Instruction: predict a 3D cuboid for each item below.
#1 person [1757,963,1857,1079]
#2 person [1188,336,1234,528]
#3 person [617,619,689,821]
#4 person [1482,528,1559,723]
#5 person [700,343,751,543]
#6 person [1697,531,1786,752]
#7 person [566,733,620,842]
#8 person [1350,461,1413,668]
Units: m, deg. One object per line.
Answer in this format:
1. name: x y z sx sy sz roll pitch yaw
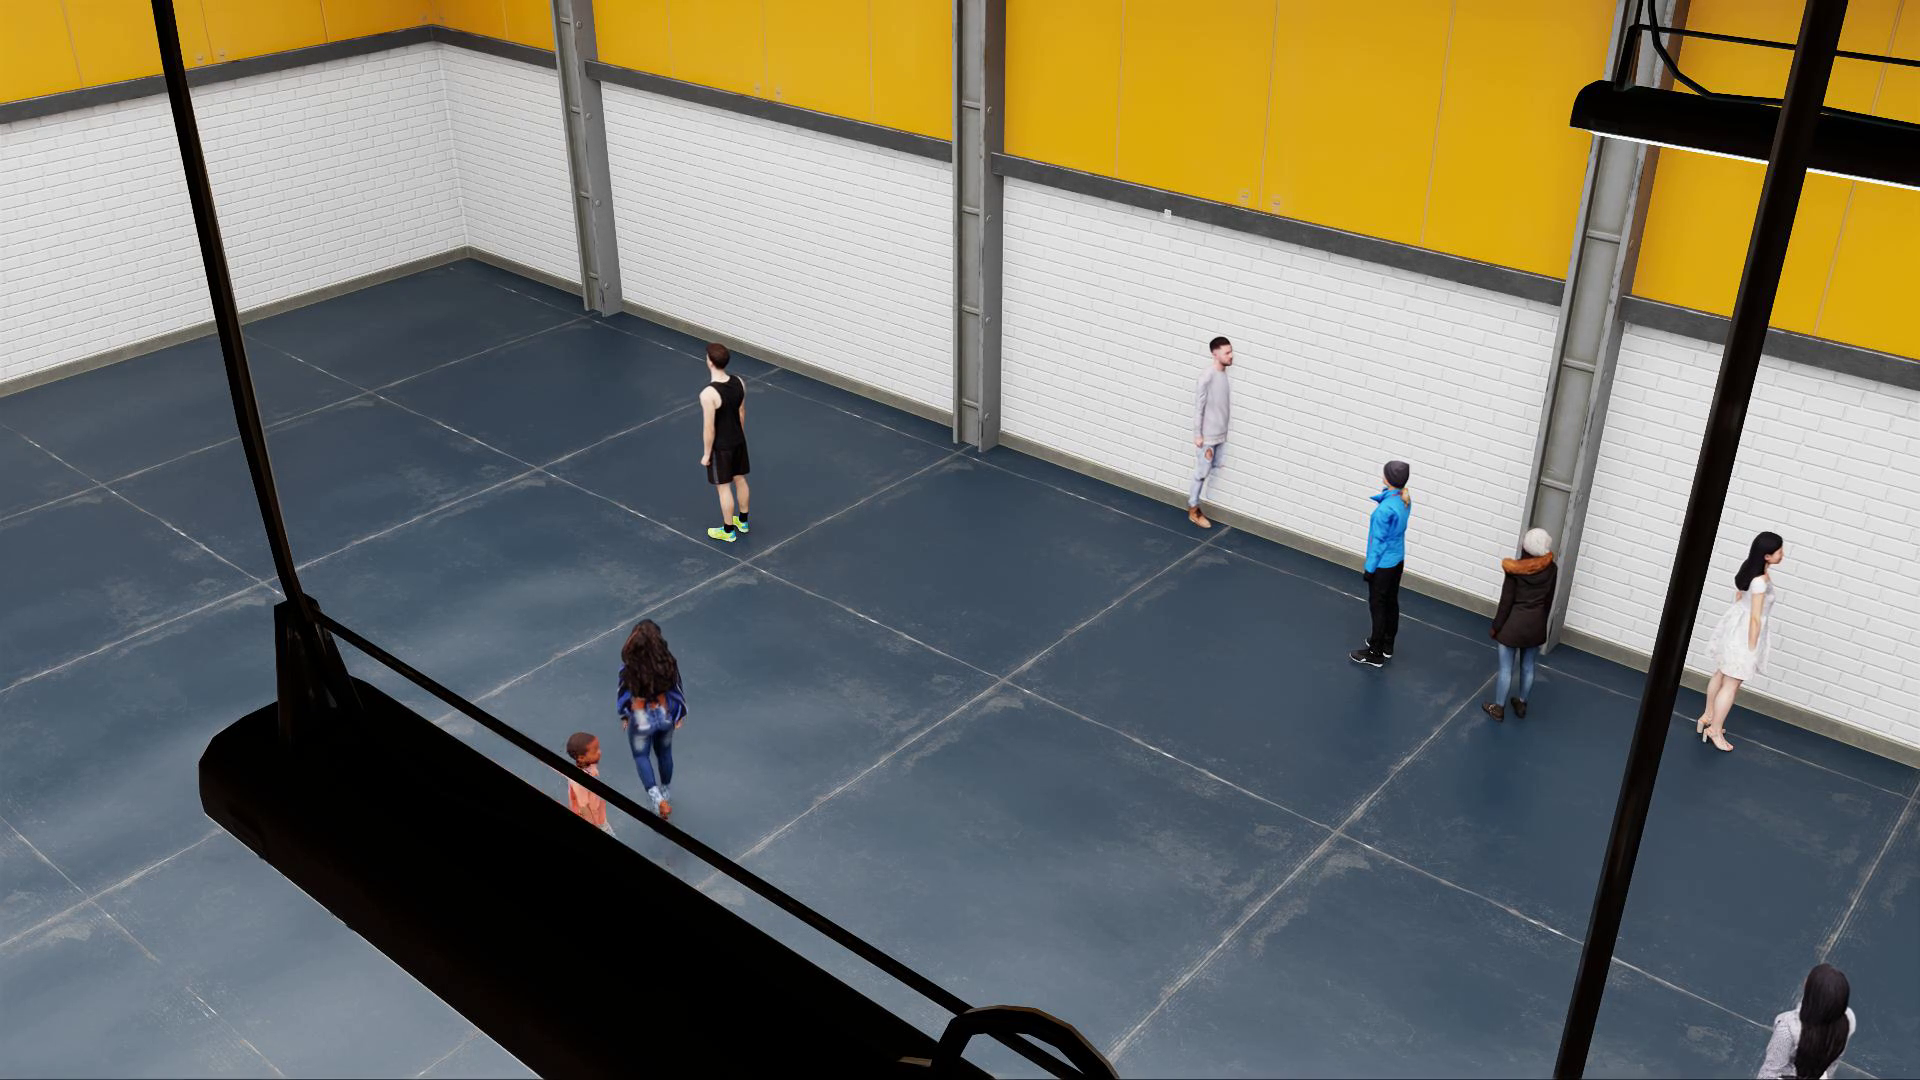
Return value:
1. person: 4.217 2.820 8.451 0.672 1.725 0.712 -5 29 -10
2. person: 2.334 -1.029 15.391 0.708 1.837 0.618 -23 36 -36
3. person: -2.107 1.276 11.402 0.848 1.609 0.948 -9 30 -16
4. person: 4.243 0.634 12.554 0.743 1.632 0.793 -4 29 -8
5. person: -2.122 -0.885 15.069 0.574 1.892 0.682 21 35 33
6. person: 5.758 0.728 12.235 0.789 1.774 0.763 6 29 10
7. person: -2.477 1.809 10.758 0.838 1.290 0.701 7 29 12
8. person: 3.389 0.185 13.207 0.529 1.795 0.624 25 37 37
